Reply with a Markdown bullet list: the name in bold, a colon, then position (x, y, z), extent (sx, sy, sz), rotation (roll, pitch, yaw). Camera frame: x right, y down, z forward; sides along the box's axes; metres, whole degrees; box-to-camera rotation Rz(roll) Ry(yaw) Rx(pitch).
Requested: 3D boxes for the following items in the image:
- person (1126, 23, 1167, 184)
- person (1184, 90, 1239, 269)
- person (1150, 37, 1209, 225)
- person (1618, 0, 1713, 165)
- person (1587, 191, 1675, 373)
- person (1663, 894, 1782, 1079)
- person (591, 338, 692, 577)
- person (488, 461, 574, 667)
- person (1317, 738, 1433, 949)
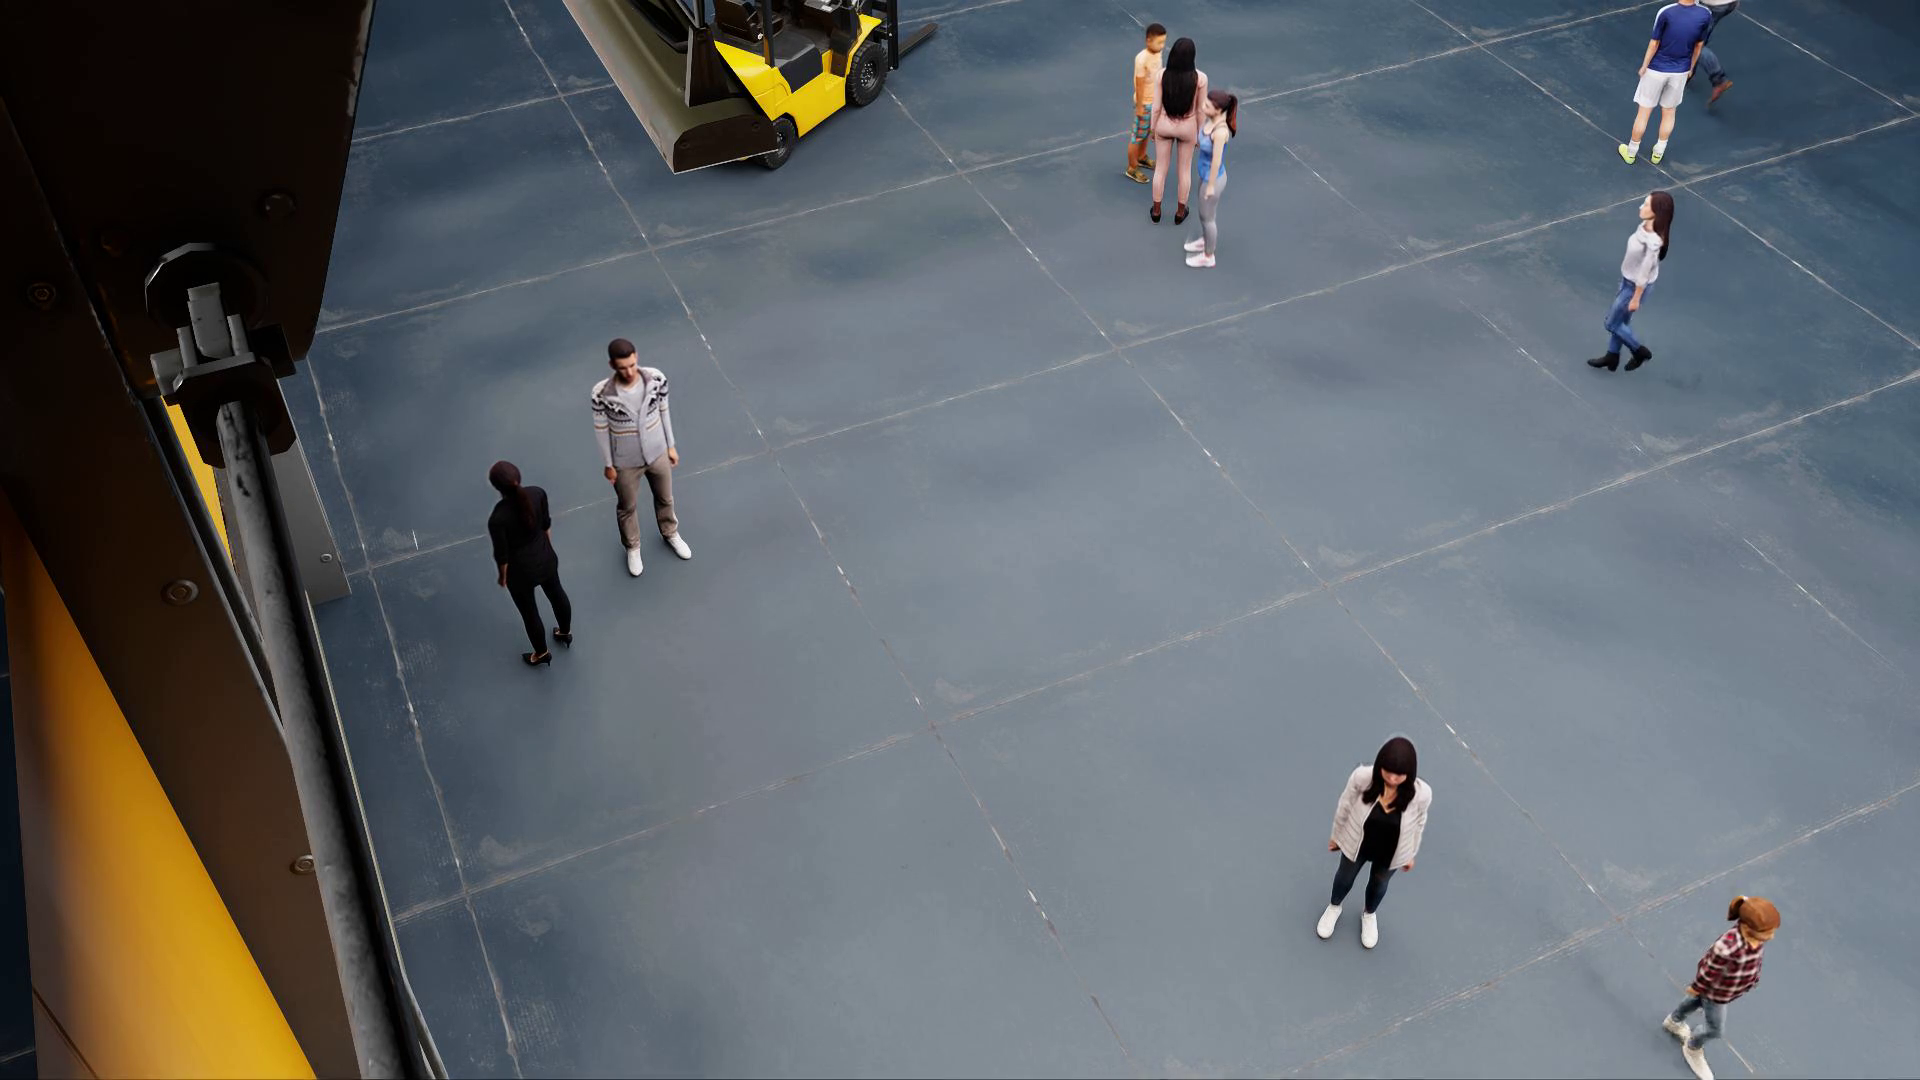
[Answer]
- **person**: position (1.683, -3.979, 15.038), extent (0.638, 1.461, 0.606), rotation (22, 48, 22)
- **person**: position (2.105, -3.041, 13.947), extent (0.702, 1.607, 0.600), rotation (1, 44, 1)
- **person**: position (1.866, -3.530, 14.379), extent (0.698, 1.720, 0.717), rotation (7, 44, 8)
- **person**: position (6.418, -4.276, 15.075), extent (0.721, 1.838, 0.722), rotation (3, 44, 3)
- **person**: position (5.267, -1.938, 12.779), extent (0.855, 1.621, 0.792), rotation (11, 45, 11)
- **person**: position (3.905, 2.228, 8.642), extent (0.578, 1.295, 0.641), rotation (-25, 49, -24)
- **person**: position (-2.167, -0.602, 11.202), extent (0.691, 1.862, 0.578), rotation (-21, 47, -21)
- **person**: position (-2.732, 0.152, 10.555), extent (0.705, 1.662, 0.688), rotation (27, 50, 26)
- **person**: position (2.258, 1.625, 9.028), extent (0.706, 1.636, 0.751), rotation (11, 45, 11)
